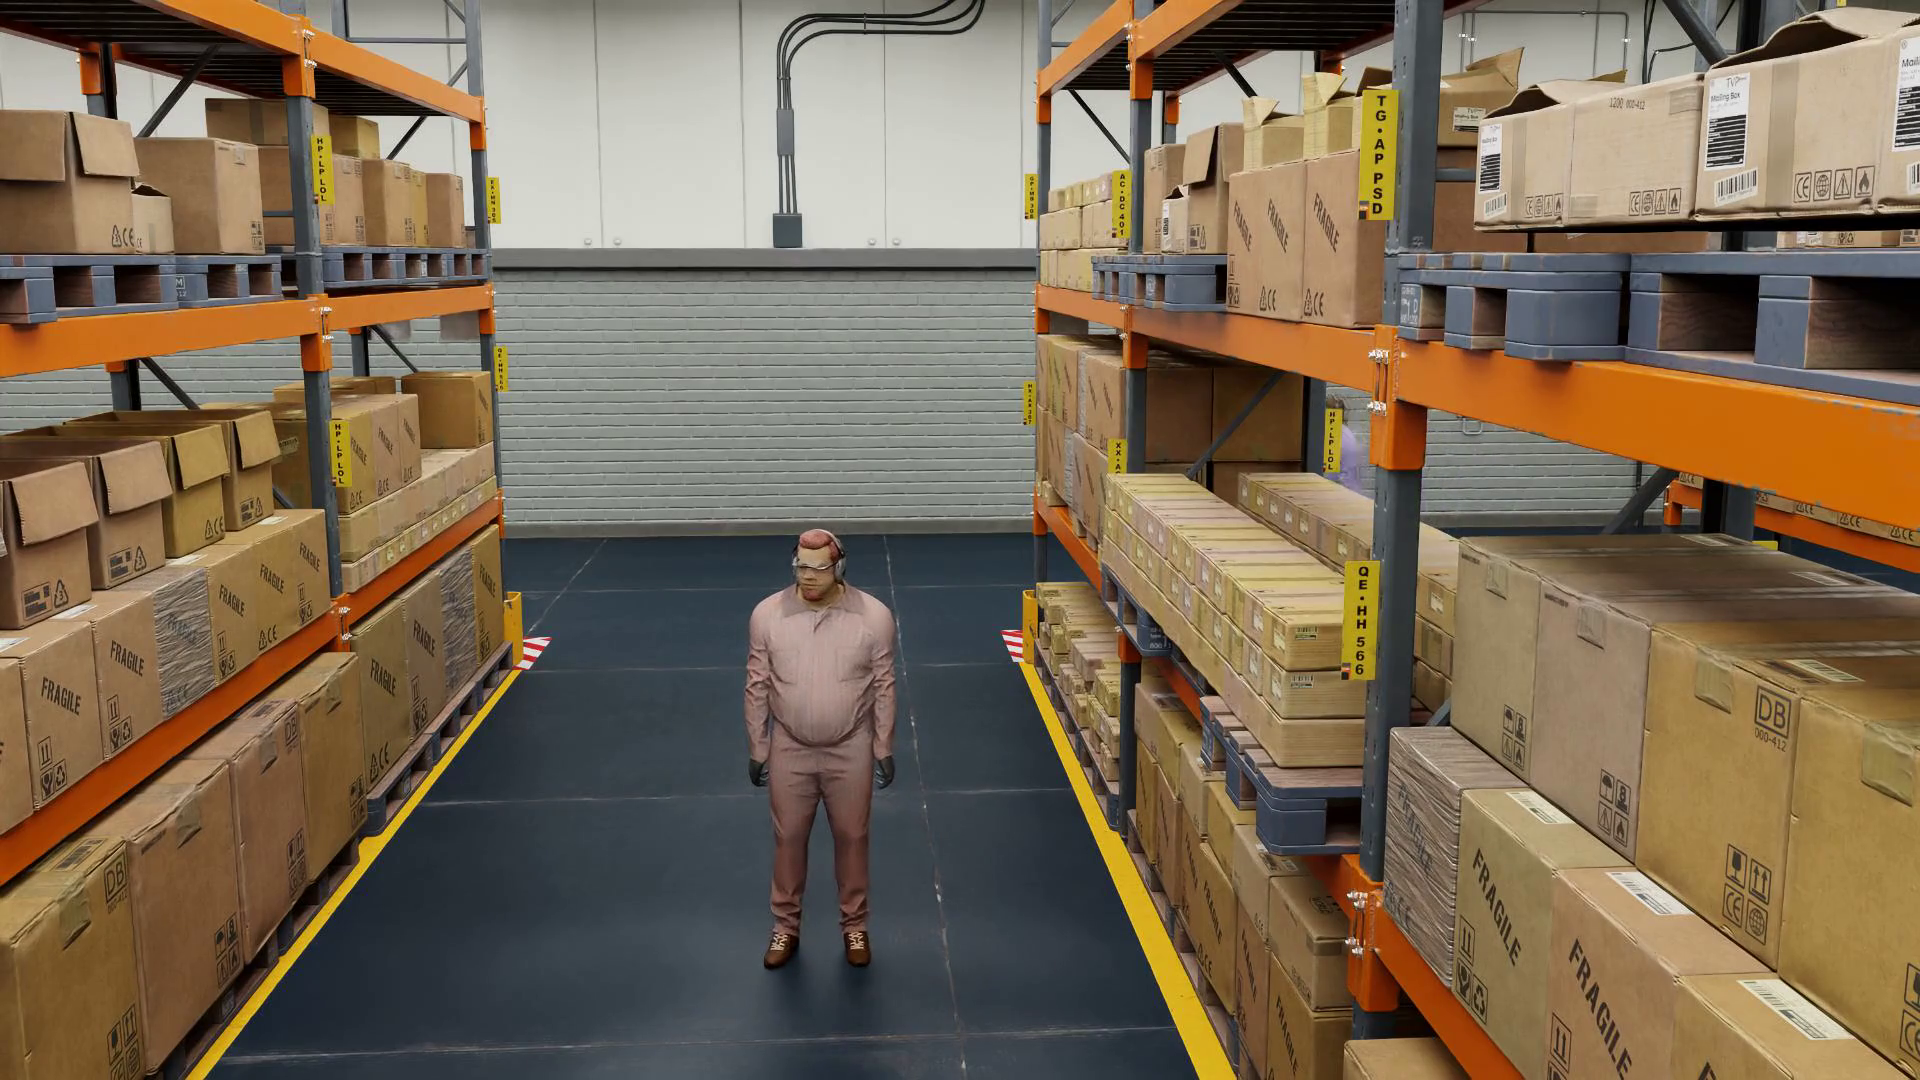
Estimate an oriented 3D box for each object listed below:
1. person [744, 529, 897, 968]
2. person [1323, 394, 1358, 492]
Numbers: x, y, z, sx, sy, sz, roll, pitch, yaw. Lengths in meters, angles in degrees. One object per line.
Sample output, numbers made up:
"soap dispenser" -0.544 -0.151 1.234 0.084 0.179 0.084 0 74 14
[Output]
"person" -0.593 0.892 7.097 0.649 1.904 0.401 0 10 -1
"person" 3.005 -0.242 13.709 0.563 1.921 0.664 0 10 1
